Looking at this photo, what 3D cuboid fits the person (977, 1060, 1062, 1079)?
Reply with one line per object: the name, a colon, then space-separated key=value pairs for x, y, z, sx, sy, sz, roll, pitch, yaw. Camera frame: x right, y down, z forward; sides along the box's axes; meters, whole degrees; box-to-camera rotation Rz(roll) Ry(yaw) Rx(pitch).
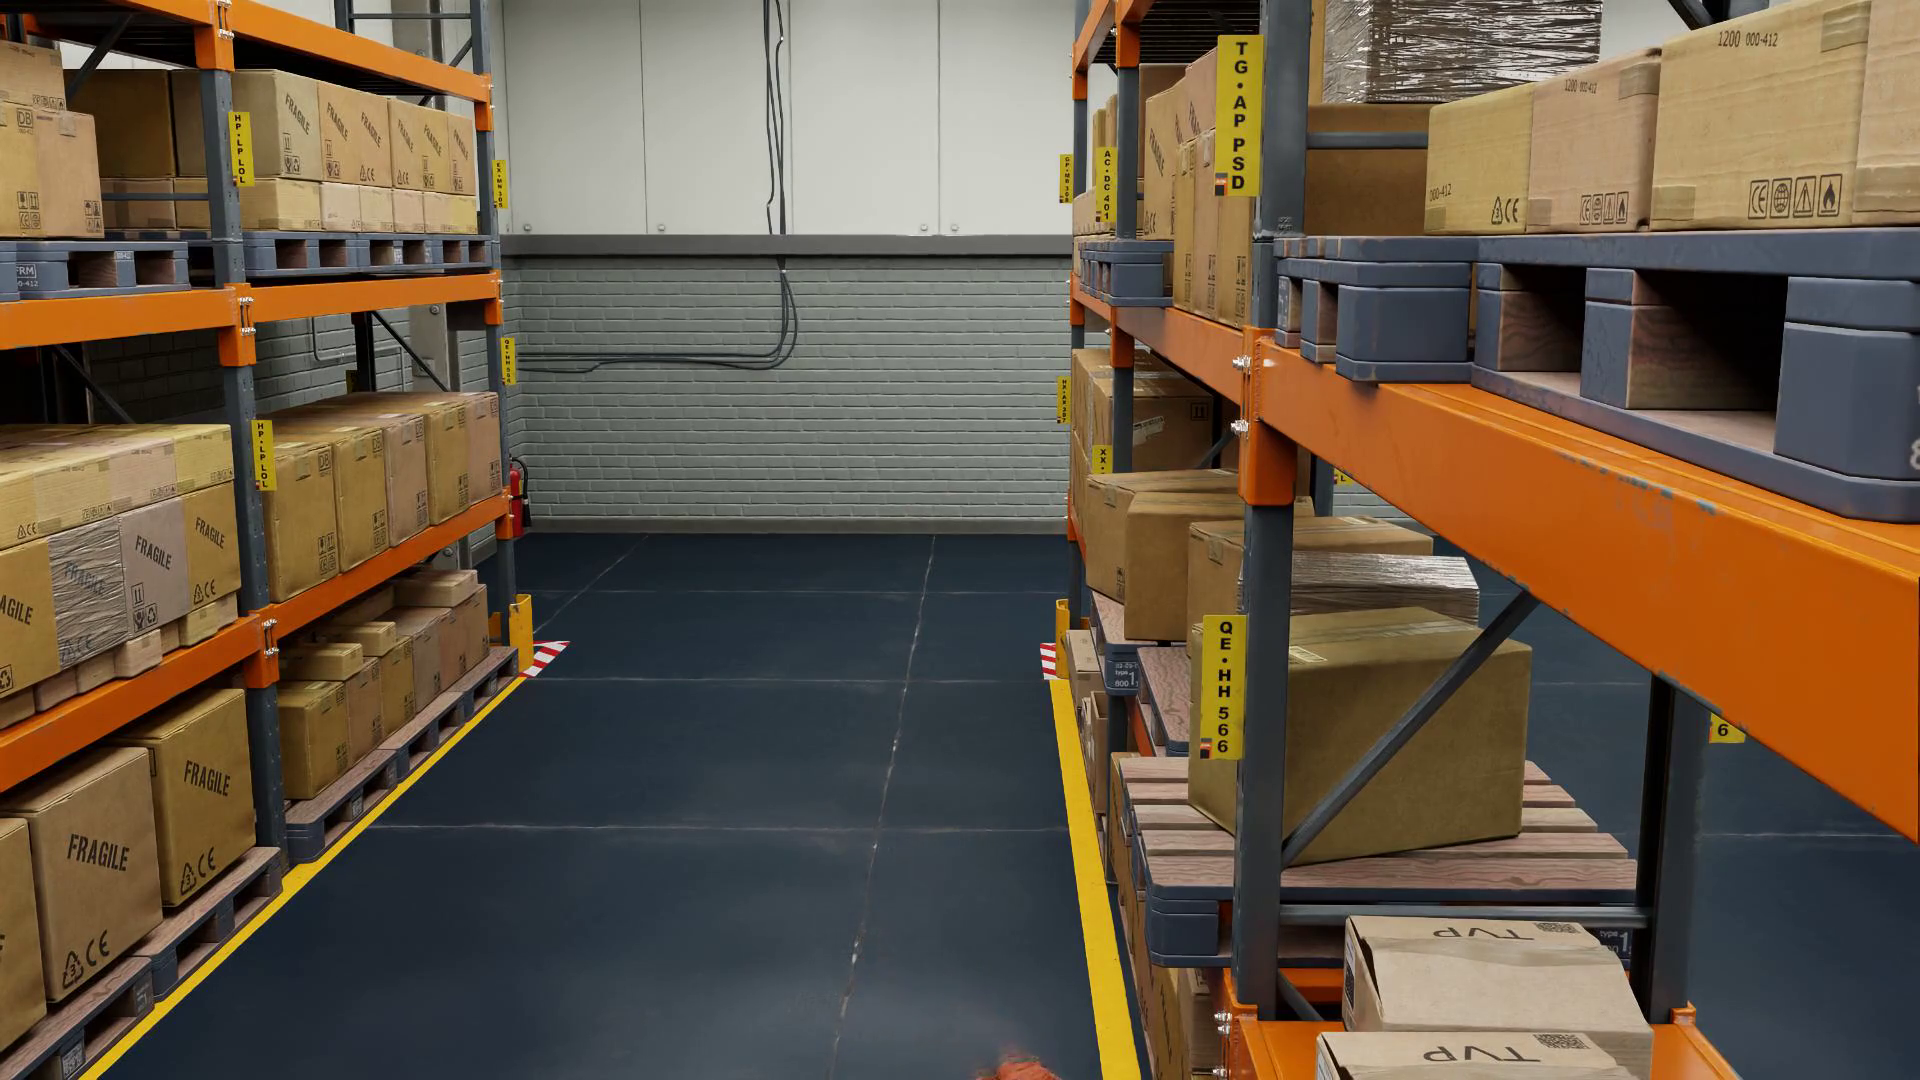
person: x=0.040 y=1.660 z=2.541 sx=0.626 sy=1.869 sz=0.686 roll=0 pitch=10 yaw=2
